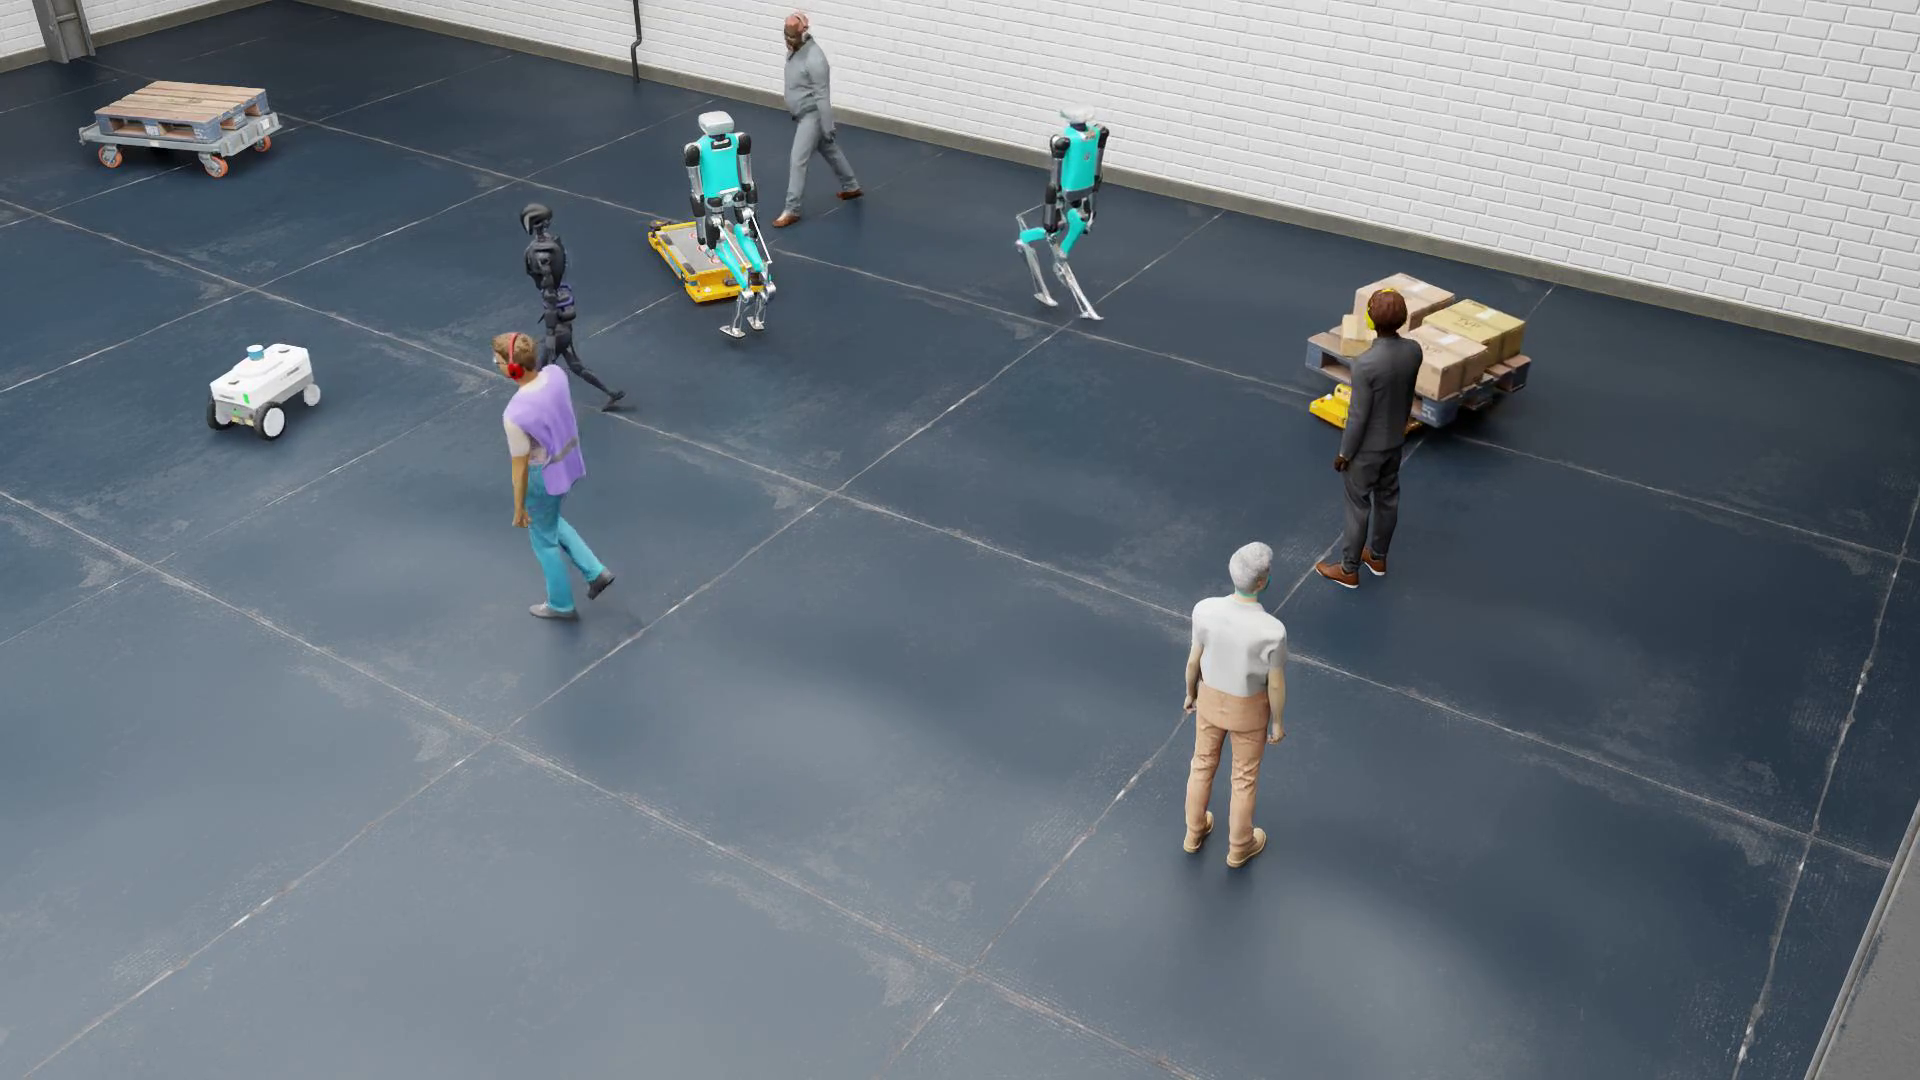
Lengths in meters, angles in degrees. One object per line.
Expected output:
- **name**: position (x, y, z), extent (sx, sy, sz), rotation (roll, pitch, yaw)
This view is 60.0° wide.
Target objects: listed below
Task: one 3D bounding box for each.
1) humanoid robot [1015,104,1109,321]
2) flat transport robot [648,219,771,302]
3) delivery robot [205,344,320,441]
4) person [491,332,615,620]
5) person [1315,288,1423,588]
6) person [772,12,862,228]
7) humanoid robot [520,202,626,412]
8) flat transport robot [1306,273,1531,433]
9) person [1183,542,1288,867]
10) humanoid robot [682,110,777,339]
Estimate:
- **humanoid robot**: position (0.760, -2.524, 12.829), extent (0.544, 1.765, 0.908), rotation (-24, 40, -33)
- **flat transport robot**: position (-2.112, -2.384, 13.966), extent (0.659, 0.231, 1.431), rotation (-14, 35, -20)
- **delivery robot**: position (-4.885, -1.074, 11.658), extent (0.499, 0.589, 0.785), rotation (11, 34, 17)
- **person**: position (-2.320, -0.334, 9.332), extent (0.458, 1.826, 0.591), rotation (8, 34, 13)
- **person**: position (2.397, -0.576, 9.671), extent (0.492, 1.872, 0.358), rotation (-18, 37, -26)
- **person**: position (-1.274, -3.739, 14.624), extent (0.938, 1.848, 0.697), rotation (-12, 35, -18)
- **humanoid robot**: position (-2.728, -1.535, 11.381), extent (0.741, 1.640, 0.612), rotation (-8, 34, -12)
- **flat transport robot**: position (3.242, -1.078, 11.934), extent (1.431, 0.231, 0.659), rotation (-23, 39, -31)
- **person**: position (1.269, 0.766, 7.698), extent (0.495, 1.744, 0.306), rotation (18, 37, 25)
- **humanoid robot**: position (-1.634, -2.277, 12.315), extent (0.533, 1.681, 0.735), rotation (-20, 38, -28)
